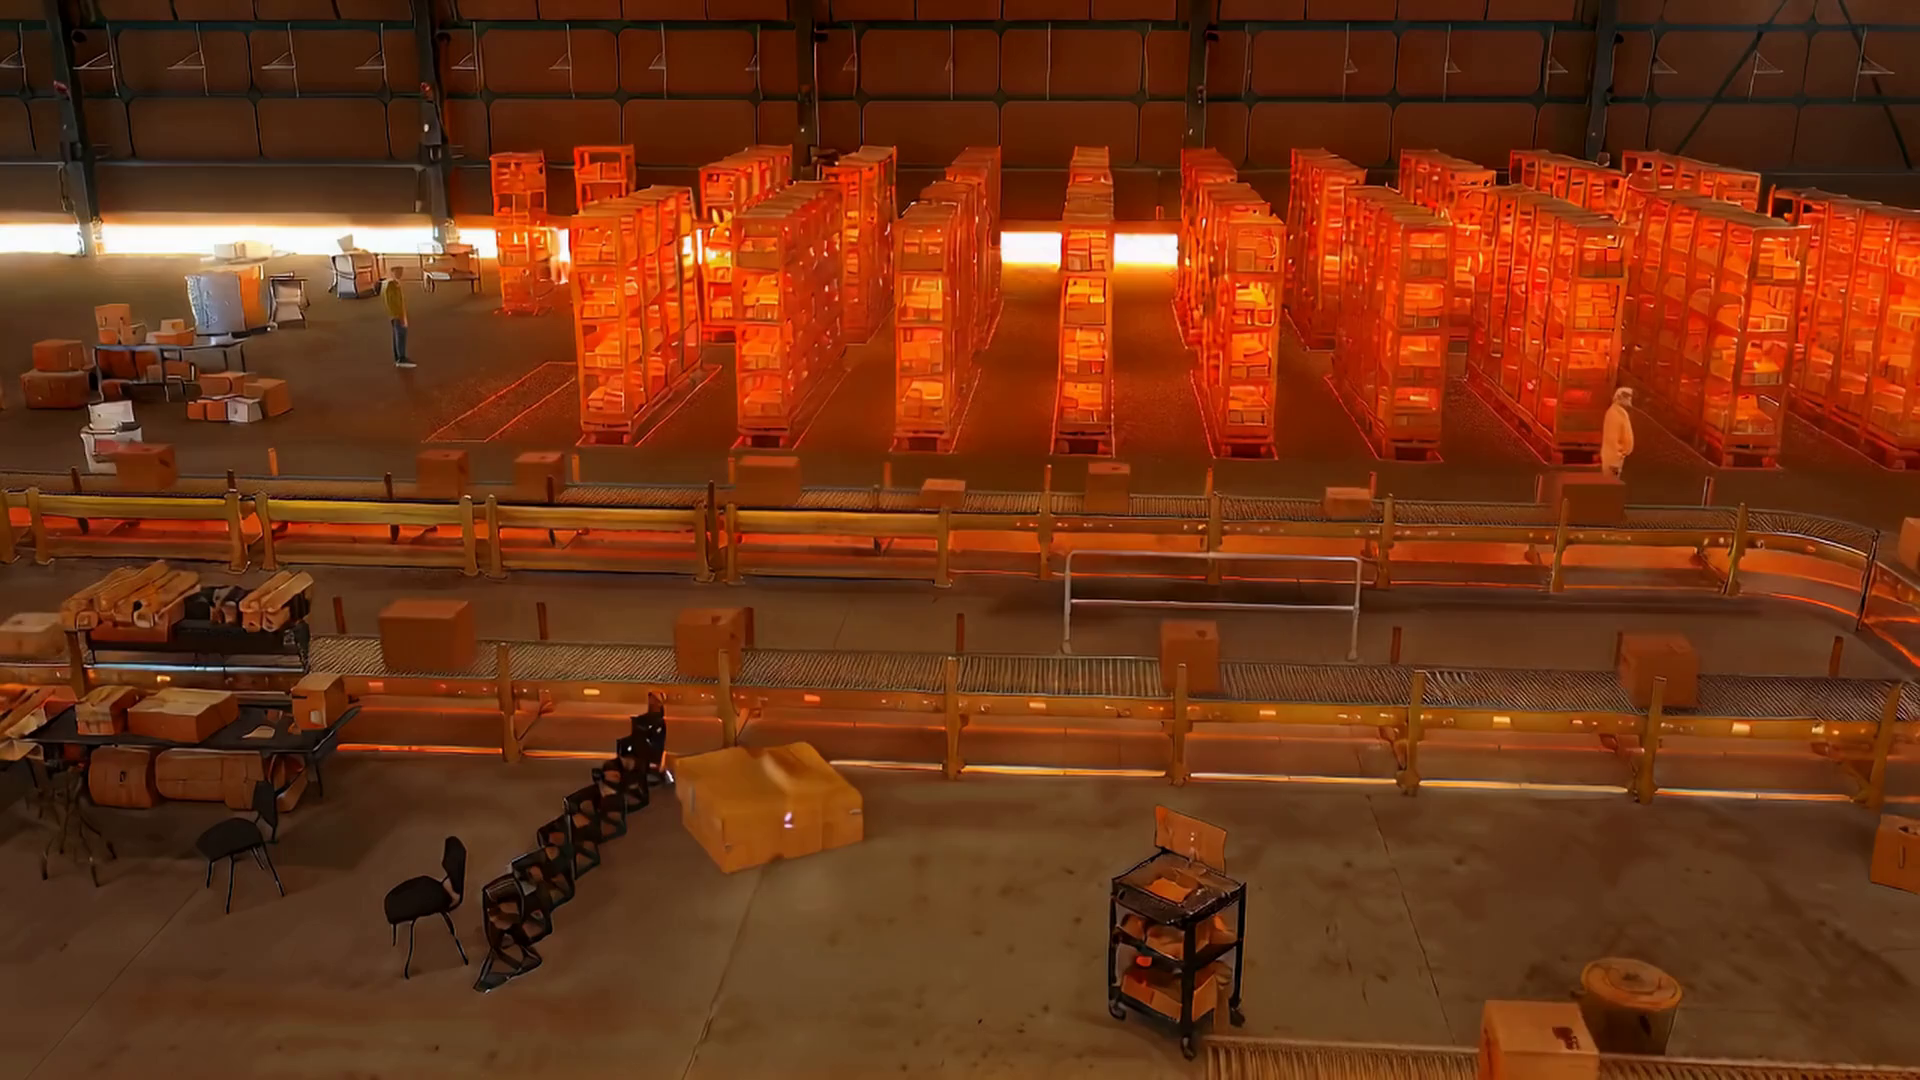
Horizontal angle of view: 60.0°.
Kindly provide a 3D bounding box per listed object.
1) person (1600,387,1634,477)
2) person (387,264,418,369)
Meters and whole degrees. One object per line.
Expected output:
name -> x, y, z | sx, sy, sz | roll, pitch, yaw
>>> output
person -> 8.608, -1.068, 21.829 | 0.399, 1.909, 0.642 | 6, 19, 20
person -> -10.736, -4.283, 31.894 | 0.391, 1.989, 0.610 | -14, 22, -37
